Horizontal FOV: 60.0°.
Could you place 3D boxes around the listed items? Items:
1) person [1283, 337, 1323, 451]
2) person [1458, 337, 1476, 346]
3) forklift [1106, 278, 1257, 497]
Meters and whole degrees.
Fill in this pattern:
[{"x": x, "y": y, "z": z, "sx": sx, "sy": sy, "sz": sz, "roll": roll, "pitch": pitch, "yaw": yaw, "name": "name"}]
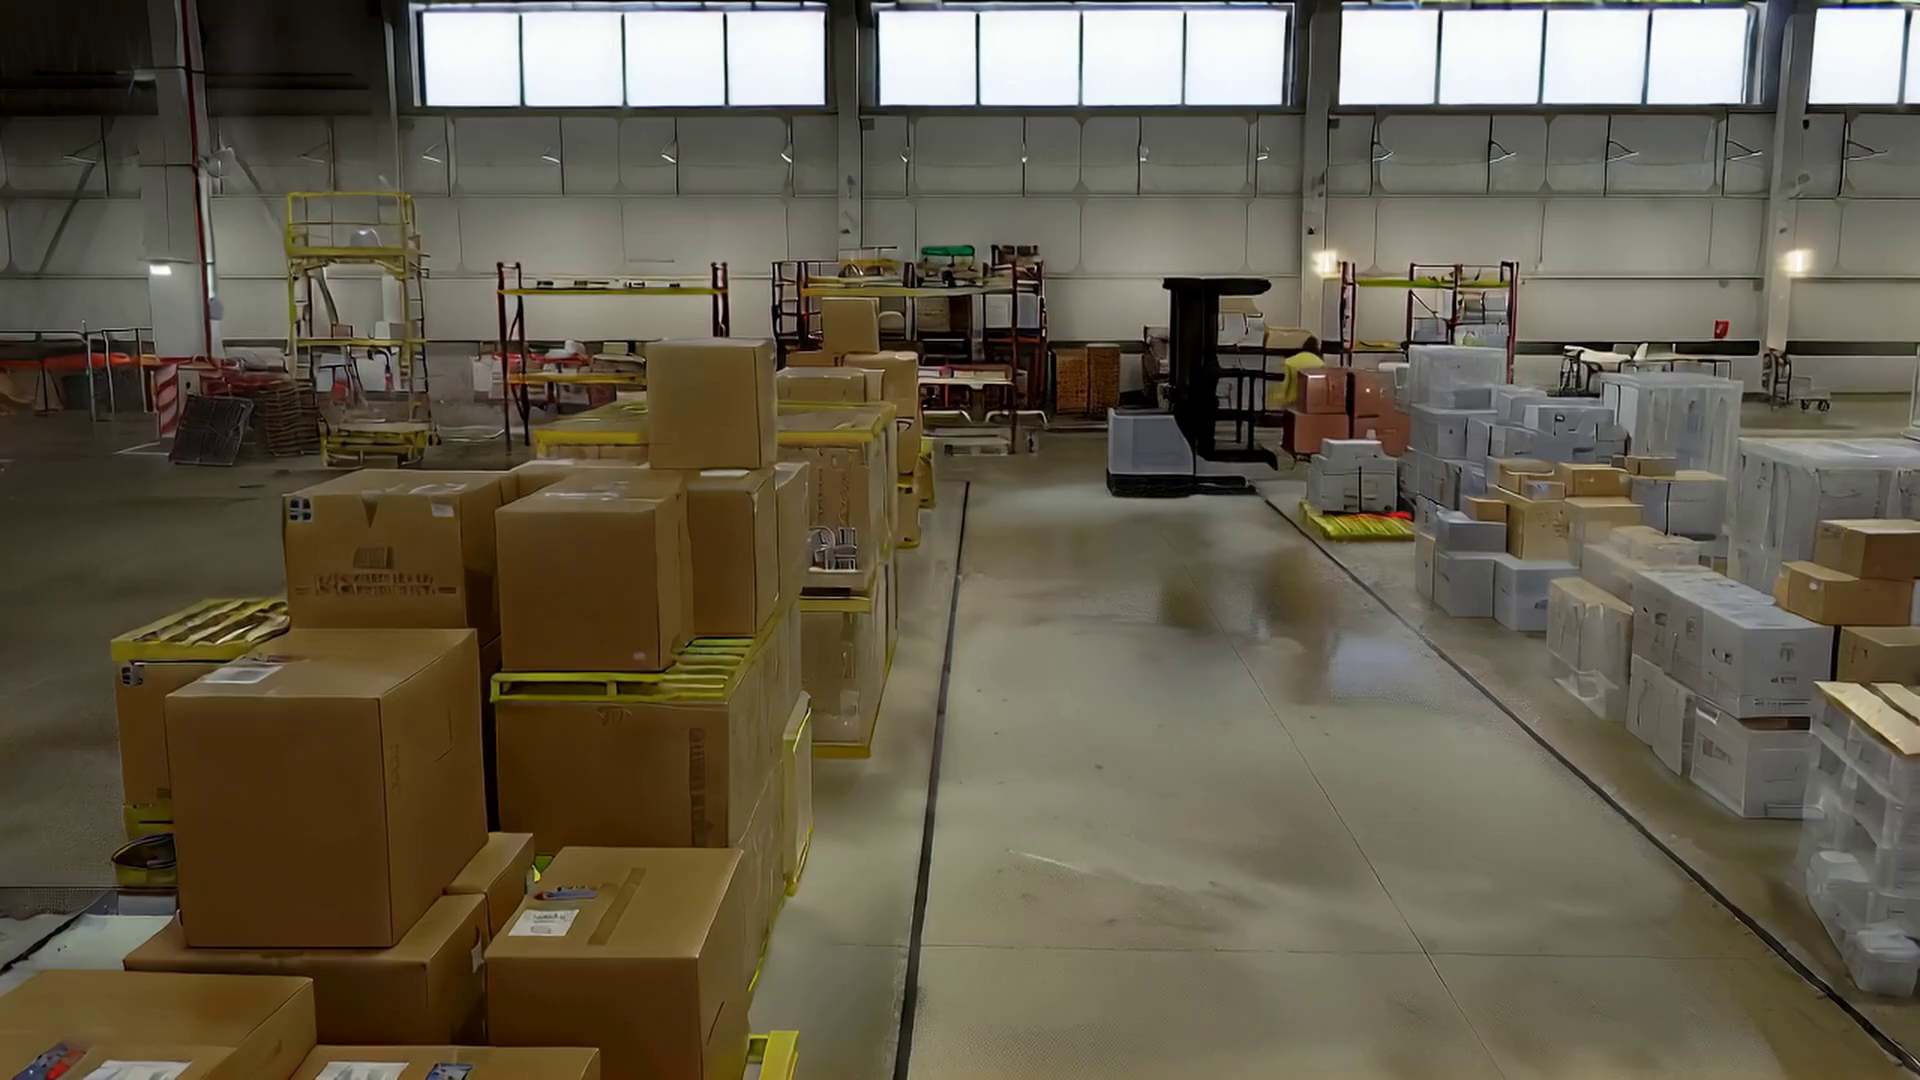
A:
[{"x": 5.312, "y": -2.192, "z": 25.732, "sx": 0.756, "sy": 1.873, "sz": 1.009, "roll": 9, "pitch": 13, "yaw": 42, "name": "person"}, {"x": 7.831, "y": -2.201, "z": 25.784, "sx": 0.548, "sy": 1.885, "sz": 0.940, "roll": -9, "pitch": 13, "yaw": -42, "name": "person"}, {"x": 2.884, "y": -2.007, "z": 21.659, "sx": 1.873, "sy": 2.768, "sz": 1.129, "roll": 0, "pitch": 9, "yaw": 1, "name": "forklift"}]
